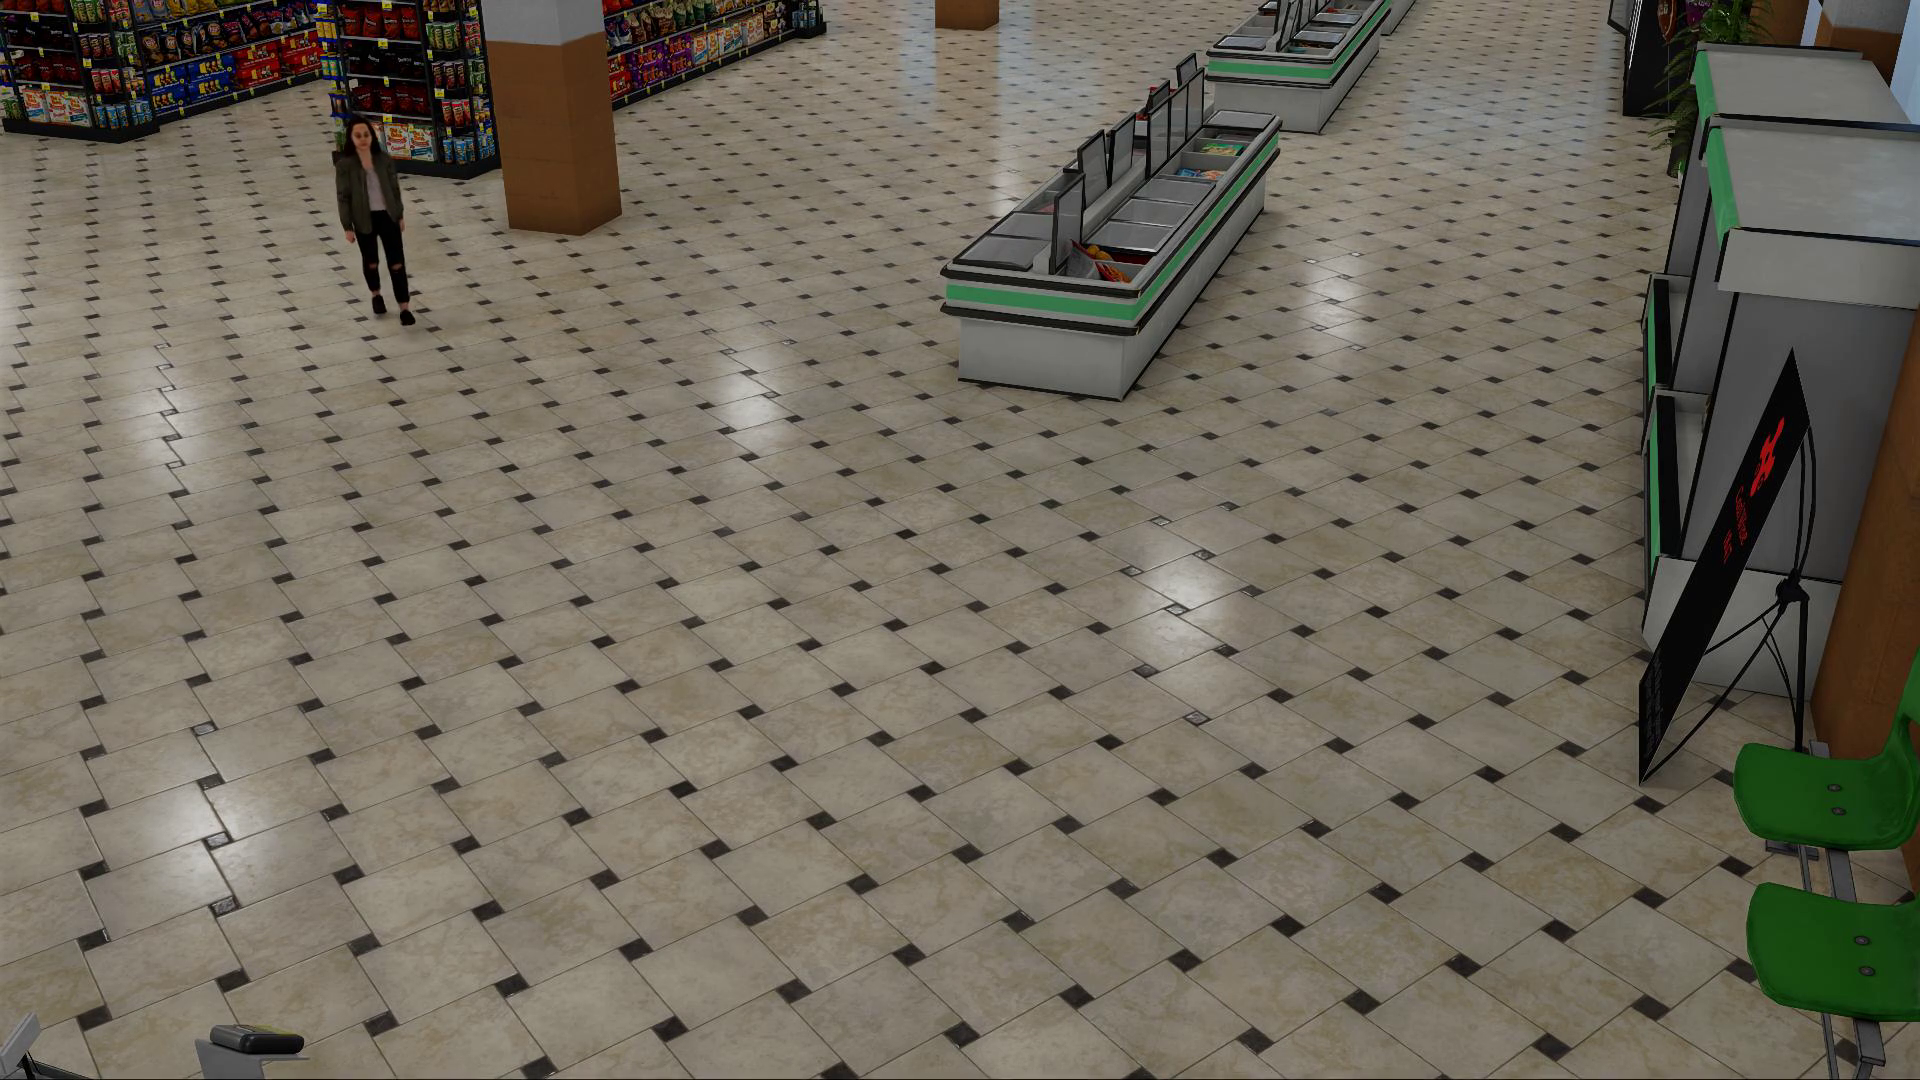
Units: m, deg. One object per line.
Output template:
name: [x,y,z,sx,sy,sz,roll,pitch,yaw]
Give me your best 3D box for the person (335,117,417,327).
person: [-4.149,-2.241,11.741,1.003,1.432,1.047,-13,30,-24]
